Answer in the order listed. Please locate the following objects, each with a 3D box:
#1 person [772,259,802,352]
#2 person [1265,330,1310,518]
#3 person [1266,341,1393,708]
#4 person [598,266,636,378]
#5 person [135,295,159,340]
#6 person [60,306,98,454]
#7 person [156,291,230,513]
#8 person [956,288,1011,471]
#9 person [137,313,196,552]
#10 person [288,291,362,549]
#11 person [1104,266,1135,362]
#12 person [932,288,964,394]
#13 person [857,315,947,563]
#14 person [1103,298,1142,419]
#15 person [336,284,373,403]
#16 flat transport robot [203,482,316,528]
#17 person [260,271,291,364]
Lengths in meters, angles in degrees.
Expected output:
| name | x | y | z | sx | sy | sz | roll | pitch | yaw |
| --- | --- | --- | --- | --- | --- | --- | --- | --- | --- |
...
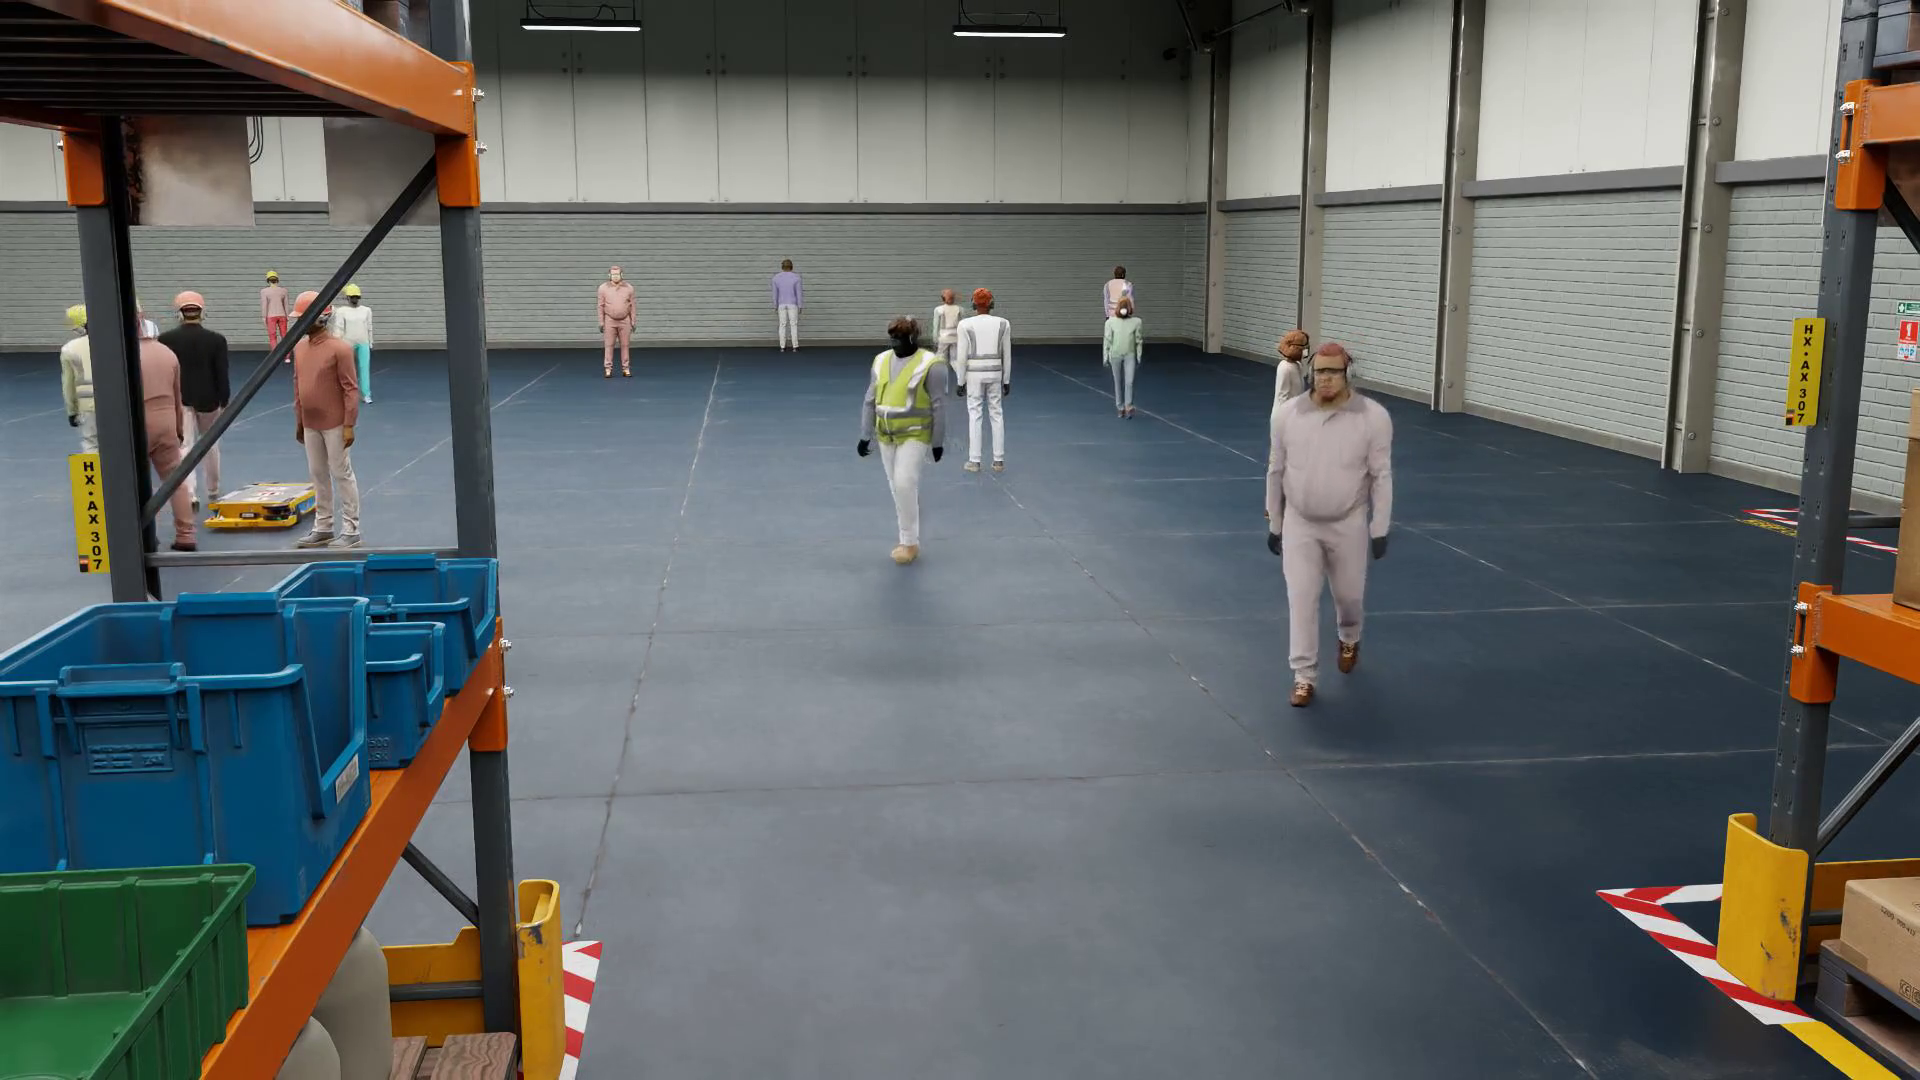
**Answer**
| name | x | y | z | sx | sy | sz | roll | pitch | yaw |
| --- | --- | --- | --- | --- | --- | --- | --- | --- | --- |
| person | -3.614 | -4.912 | 34.878 | 0.629 | 1.940 | 0.379 | 2 | 10 | 8 |
| person | 2.810 | -0.984 | 14.217 | 0.303 | 1.625 | 0.505 | 5 | 12 | 26 |
| person | 1.947 | -0.116 | 8.781 | 0.651 | 1.878 | 0.870 | 3 | 11 | 17 |
| person | -5.870 | -3.733 | 28.503 | 0.645 | 1.907 | 0.400 | -4 | 11 | -19 |
| person | -9.015 | -1.801 | 18.158 | 0.594 | 1.821 | 0.542 | -9 | 13 | -39 |
| person | -7.719 | -1.203 | 14.996 | 0.655 | 1.795 | 0.425 | -5 | 11 | -25 |
| person | -6.744 | -1.215 | 14.634 | 0.616 | 1.949 | 1.037 | -3 | 11 | -18 |
| person | 0.244 | -1.646 | 17.125 | 0.578 | 1.882 | 0.346 | -3 | 11 | -15 |
| person | -6.199 | -0.816 | 12.618 | 0.683 | 1.864 | 0.780 | 4 | 11 | 22 |
| person | -4.896 | -0.910 | 12.793 | 0.617 | 1.990 | 0.393 | 6 | 12 | 29 |
| person | 3.069 | -4.320 | 31.896 | 0.627 | 1.846 | 0.429 | 6 | 12 | 30 |
| person | -0.166 | -3.034 | 25.449 | 0.517 | 1.622 | 0.456 | -6 | 12 | -28 |
| person | -0.478 | -0.741 | 12.325 | 0.632 | 1.825 | 0.611 | 8 | 13 | 38 |
| person | 2.146 | -2.391 | 21.979 | 0.518 | 1.591 | 0.812 | 1 | 10 | 6 |
| person | -8.849 | -2.876 | 24.295 | 0.536 | 1.730 | 0.874 | -7 | 12 | -33 |
| flat transport robot | -5.901 | -0.313 | 14.241 | 0.652 | 0.197 | 1.431 | -1 | 10 | -5 |
| person | -12.976 | -4.212 | 31.521 | 0.533 | 1.765 | 0.322 | -10 | 14 | -44 |
